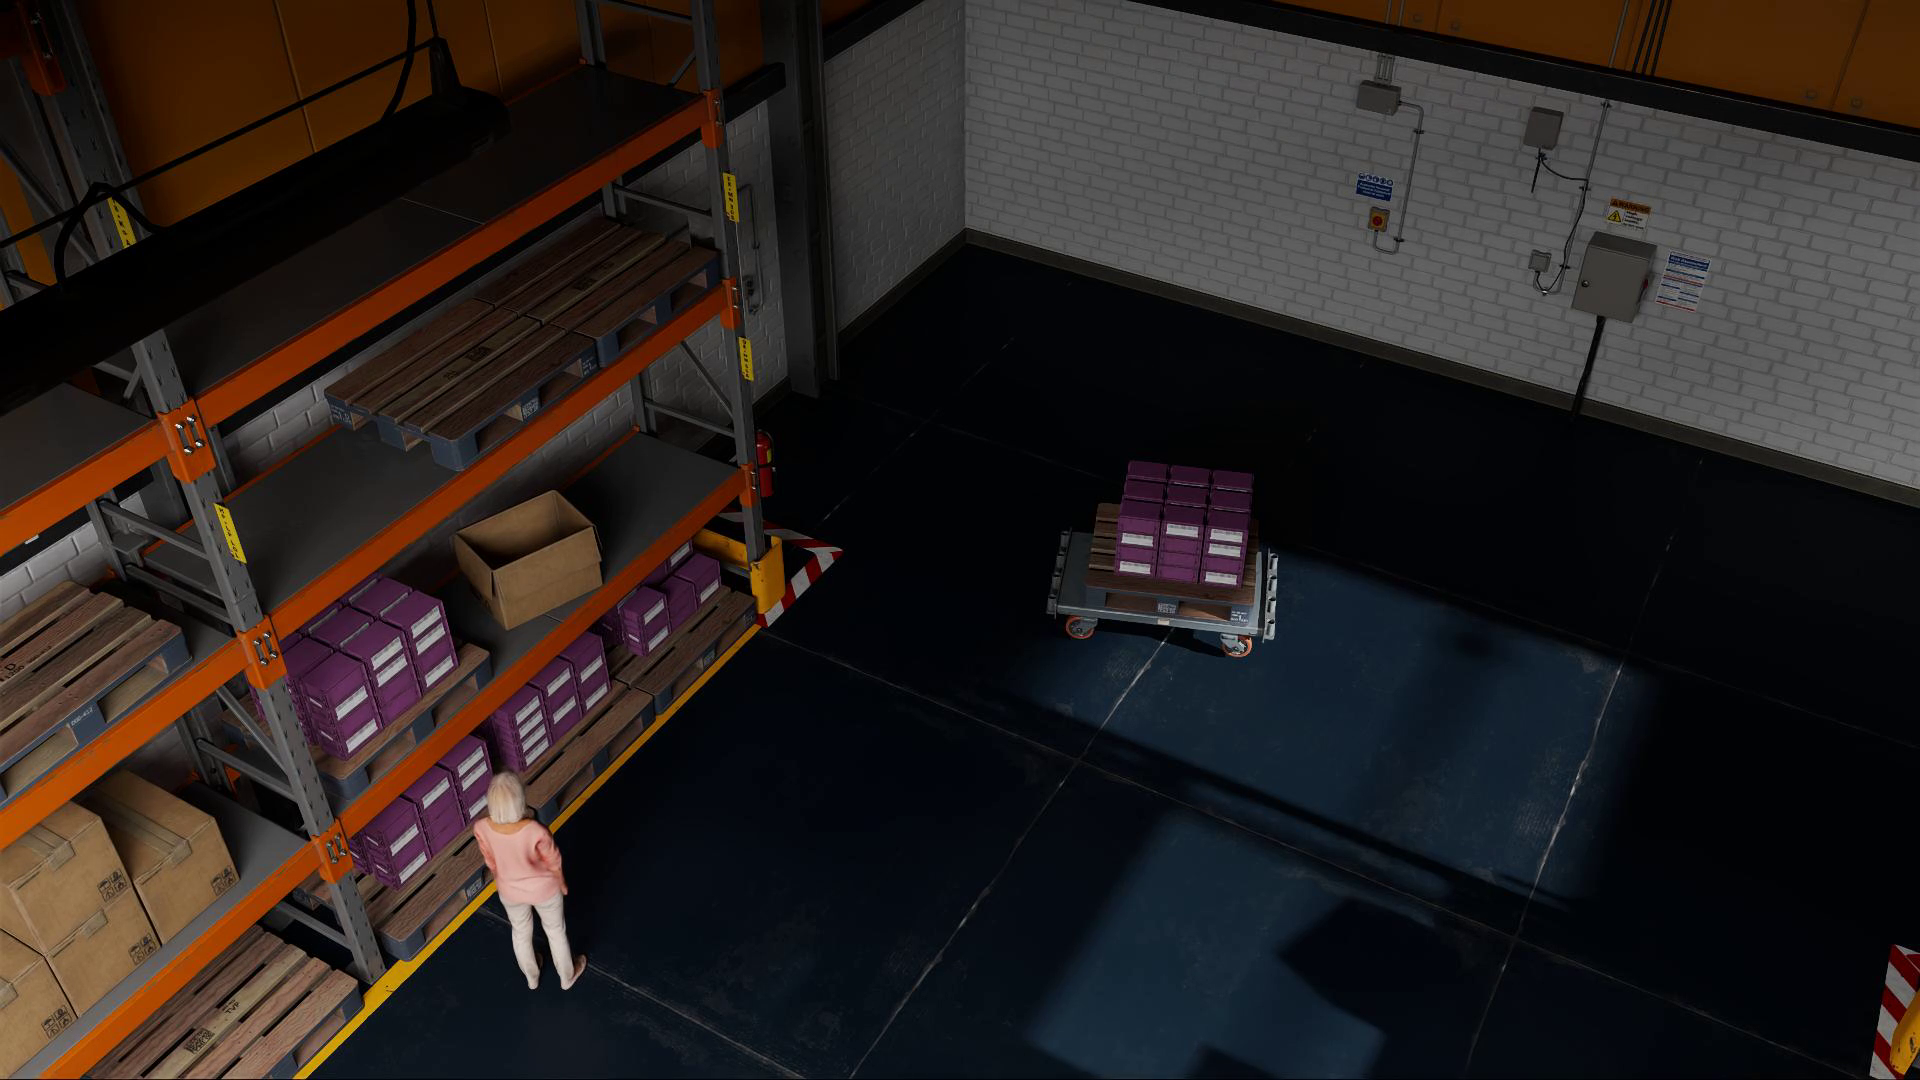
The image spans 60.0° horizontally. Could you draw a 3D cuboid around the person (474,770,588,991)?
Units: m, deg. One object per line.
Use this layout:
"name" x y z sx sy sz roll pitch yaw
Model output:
"person" -2.452 1.948 9.439 0.678 1.725 0.673 2 39 3
